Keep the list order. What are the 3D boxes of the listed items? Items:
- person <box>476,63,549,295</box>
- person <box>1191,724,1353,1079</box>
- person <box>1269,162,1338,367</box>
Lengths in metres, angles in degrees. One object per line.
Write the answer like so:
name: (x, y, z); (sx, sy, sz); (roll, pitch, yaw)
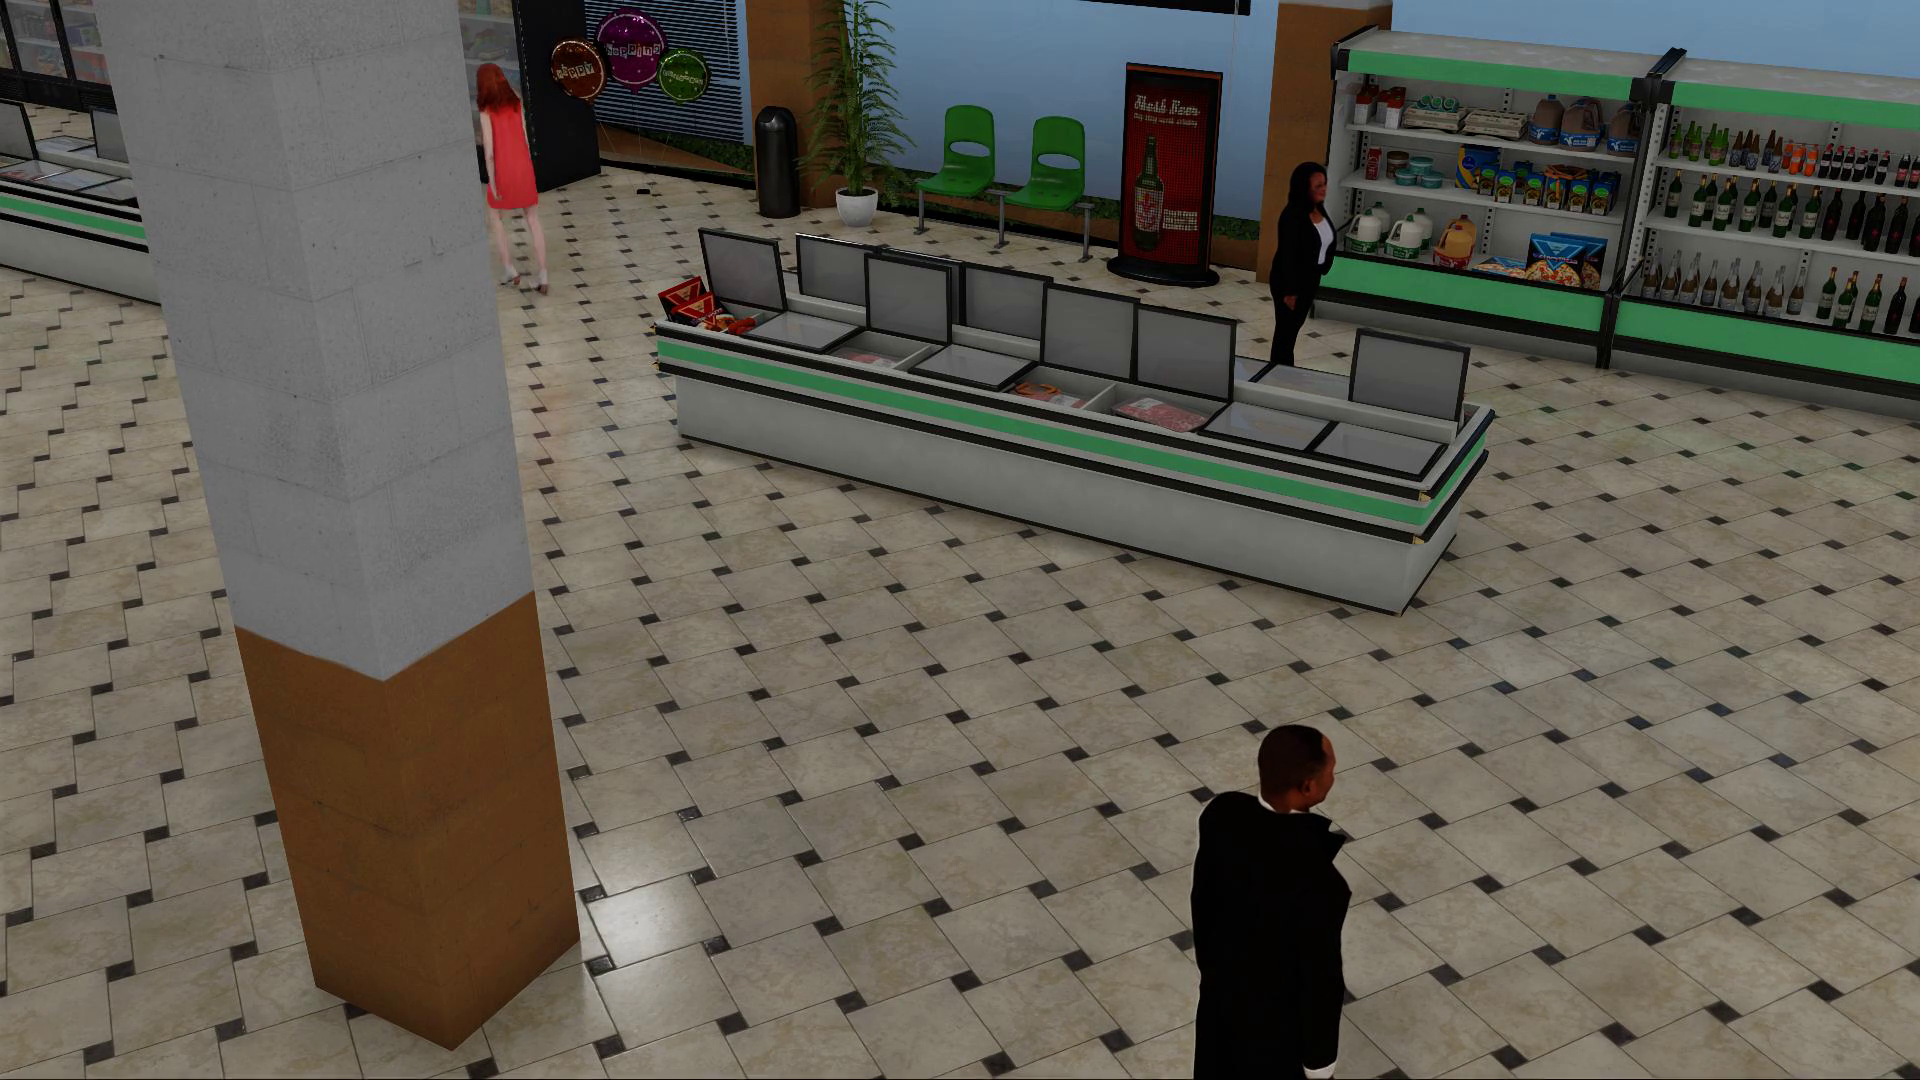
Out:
person: (-3.487, -2.808, 13.107); (0.746, 1.801, 0.822); (-22, 34, -37)
person: (0.872, 1.346, 4.803); (0.861, 1.904, 0.723); (-16, 31, -29)
person: (2.261, -1.744, 11.212); (0.616, 1.616, 0.645); (13, 30, 24)
